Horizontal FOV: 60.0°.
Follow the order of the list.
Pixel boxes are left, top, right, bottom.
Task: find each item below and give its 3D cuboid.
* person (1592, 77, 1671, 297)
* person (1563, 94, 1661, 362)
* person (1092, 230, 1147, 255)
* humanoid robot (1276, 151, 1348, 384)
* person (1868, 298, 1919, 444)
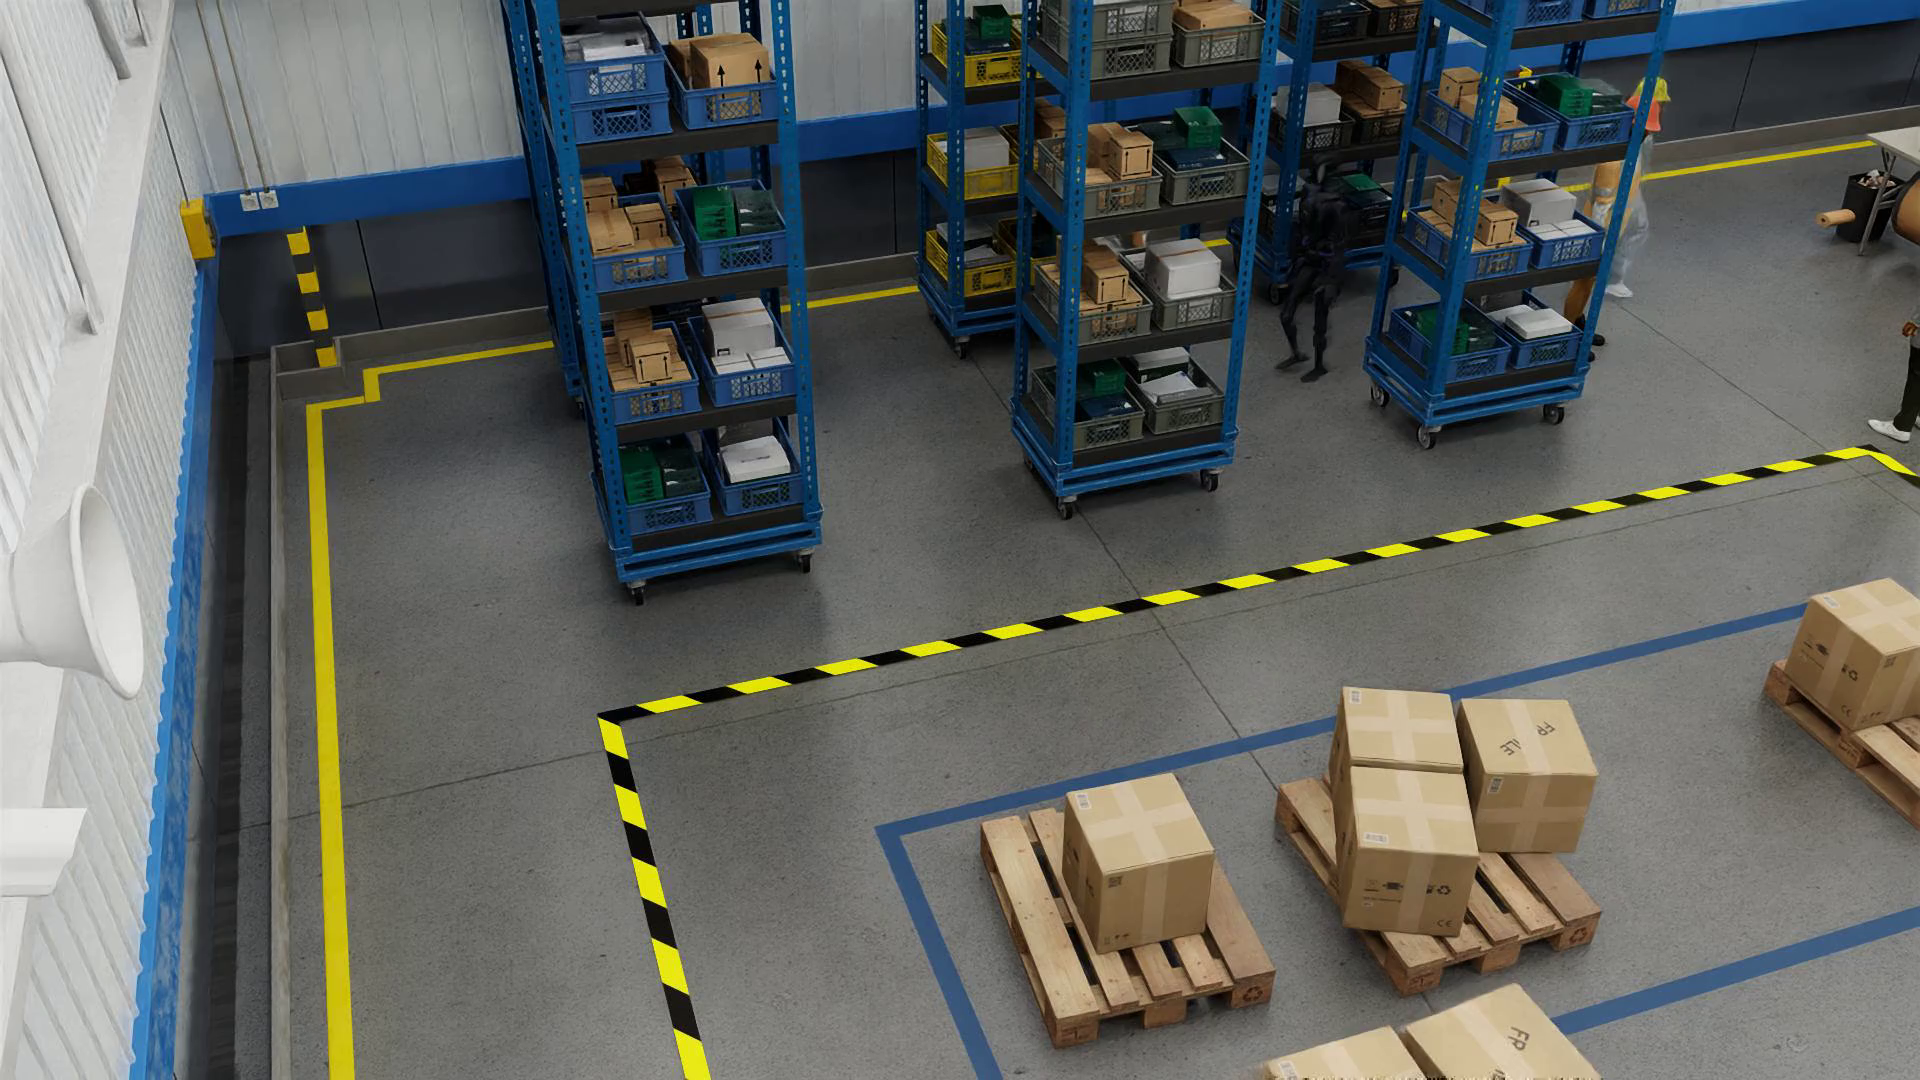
[{"bbox_3d":[5.061,-2.652,12.545,0.514,1.729,0.488,-5,36,-7],"label":"person"},{"bbox_3d":[4.581,-2.210,11.745,0.372,1.933,0.545,22,41,28],"label":"person"},{"bbox_3d":[1.078,-1.917,11.405,0.392,1.845,0.562,-14,38,-19],"label":"person"},{"bbox_3d":[2.472,-1.870,11.485,0.361,1.650,0.607,-13,37,-18],"label":"humanoid robot"},{"bbox_3d":[6.398,-1.505,10.816,0.596,1.850,0.398,-12,37,-16],"label":"person"}]
